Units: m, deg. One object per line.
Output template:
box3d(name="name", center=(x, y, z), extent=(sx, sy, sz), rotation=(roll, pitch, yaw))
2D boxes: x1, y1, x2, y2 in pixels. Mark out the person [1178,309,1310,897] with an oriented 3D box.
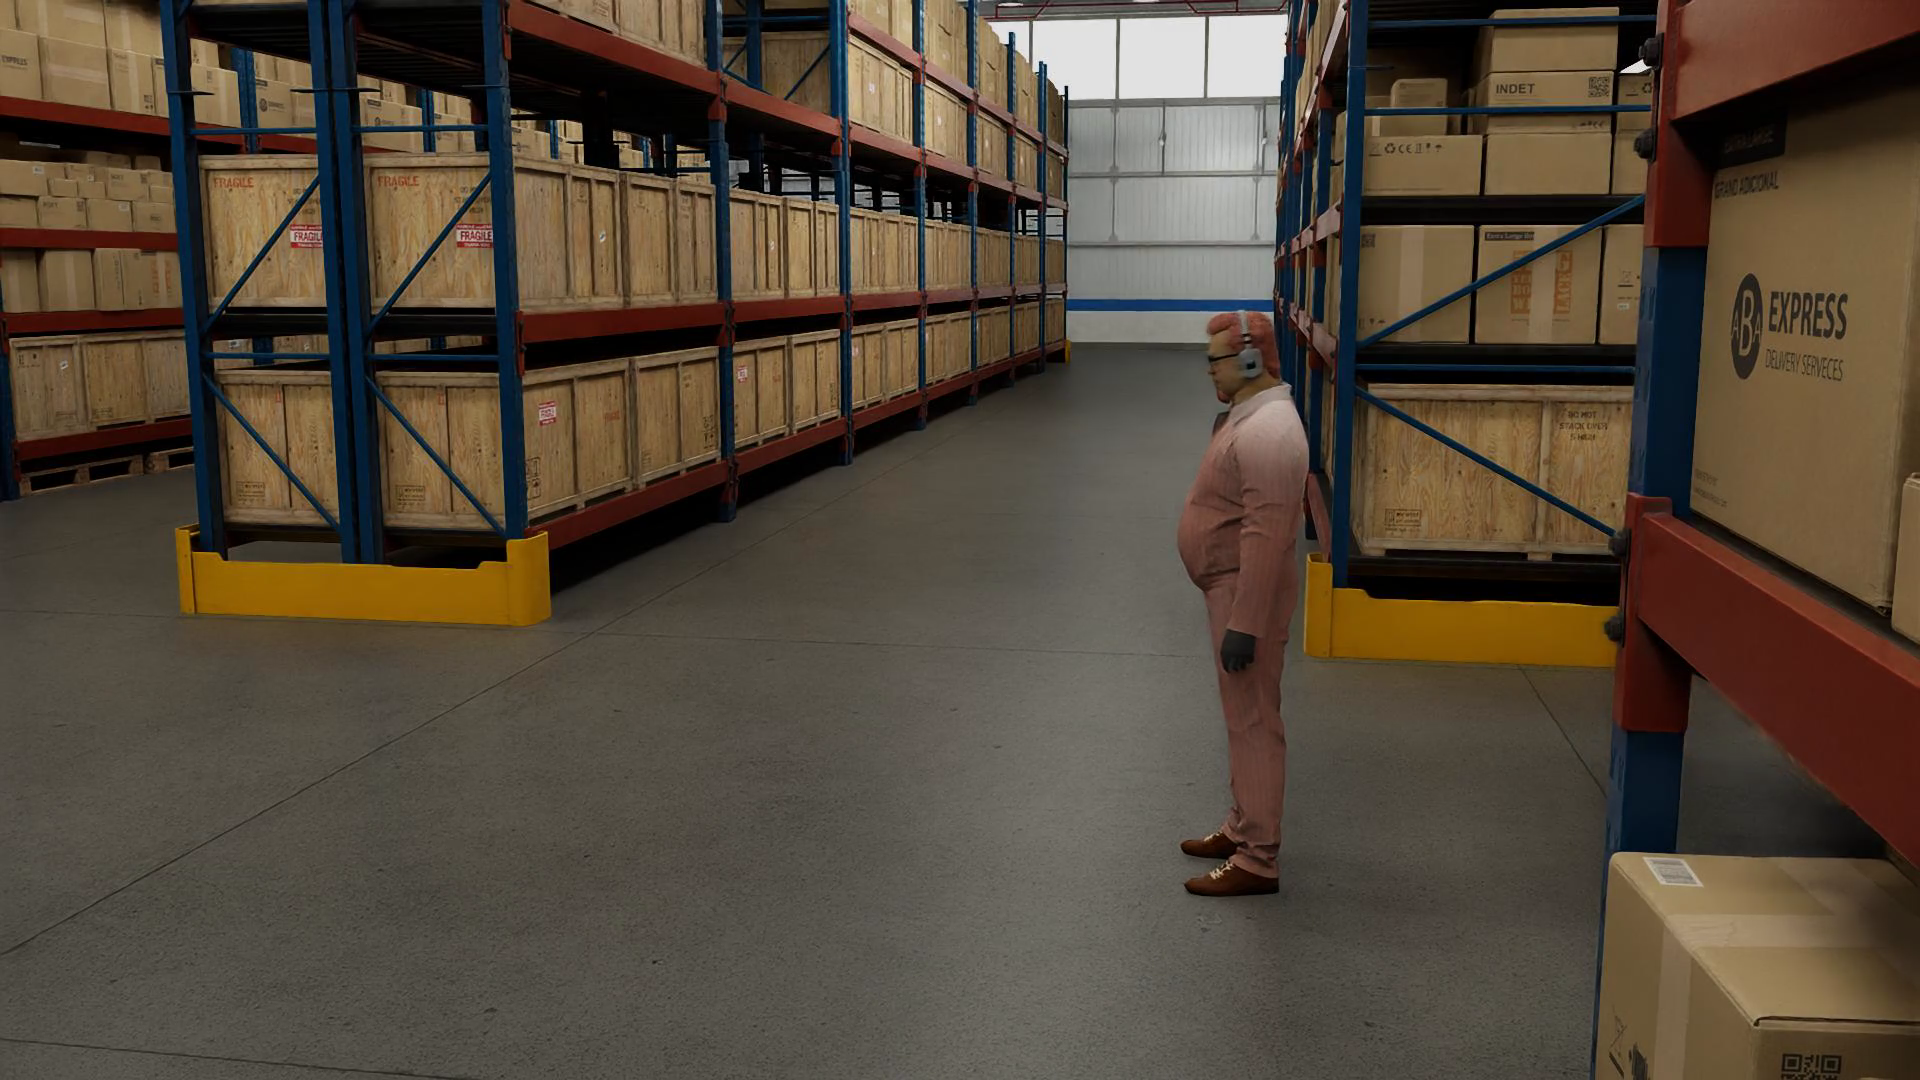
box3d(name="person", center=(0.915, 0.205, 5.443), extent=(0.410, 1.905, 0.641), rotation=(1, 9, 7))
